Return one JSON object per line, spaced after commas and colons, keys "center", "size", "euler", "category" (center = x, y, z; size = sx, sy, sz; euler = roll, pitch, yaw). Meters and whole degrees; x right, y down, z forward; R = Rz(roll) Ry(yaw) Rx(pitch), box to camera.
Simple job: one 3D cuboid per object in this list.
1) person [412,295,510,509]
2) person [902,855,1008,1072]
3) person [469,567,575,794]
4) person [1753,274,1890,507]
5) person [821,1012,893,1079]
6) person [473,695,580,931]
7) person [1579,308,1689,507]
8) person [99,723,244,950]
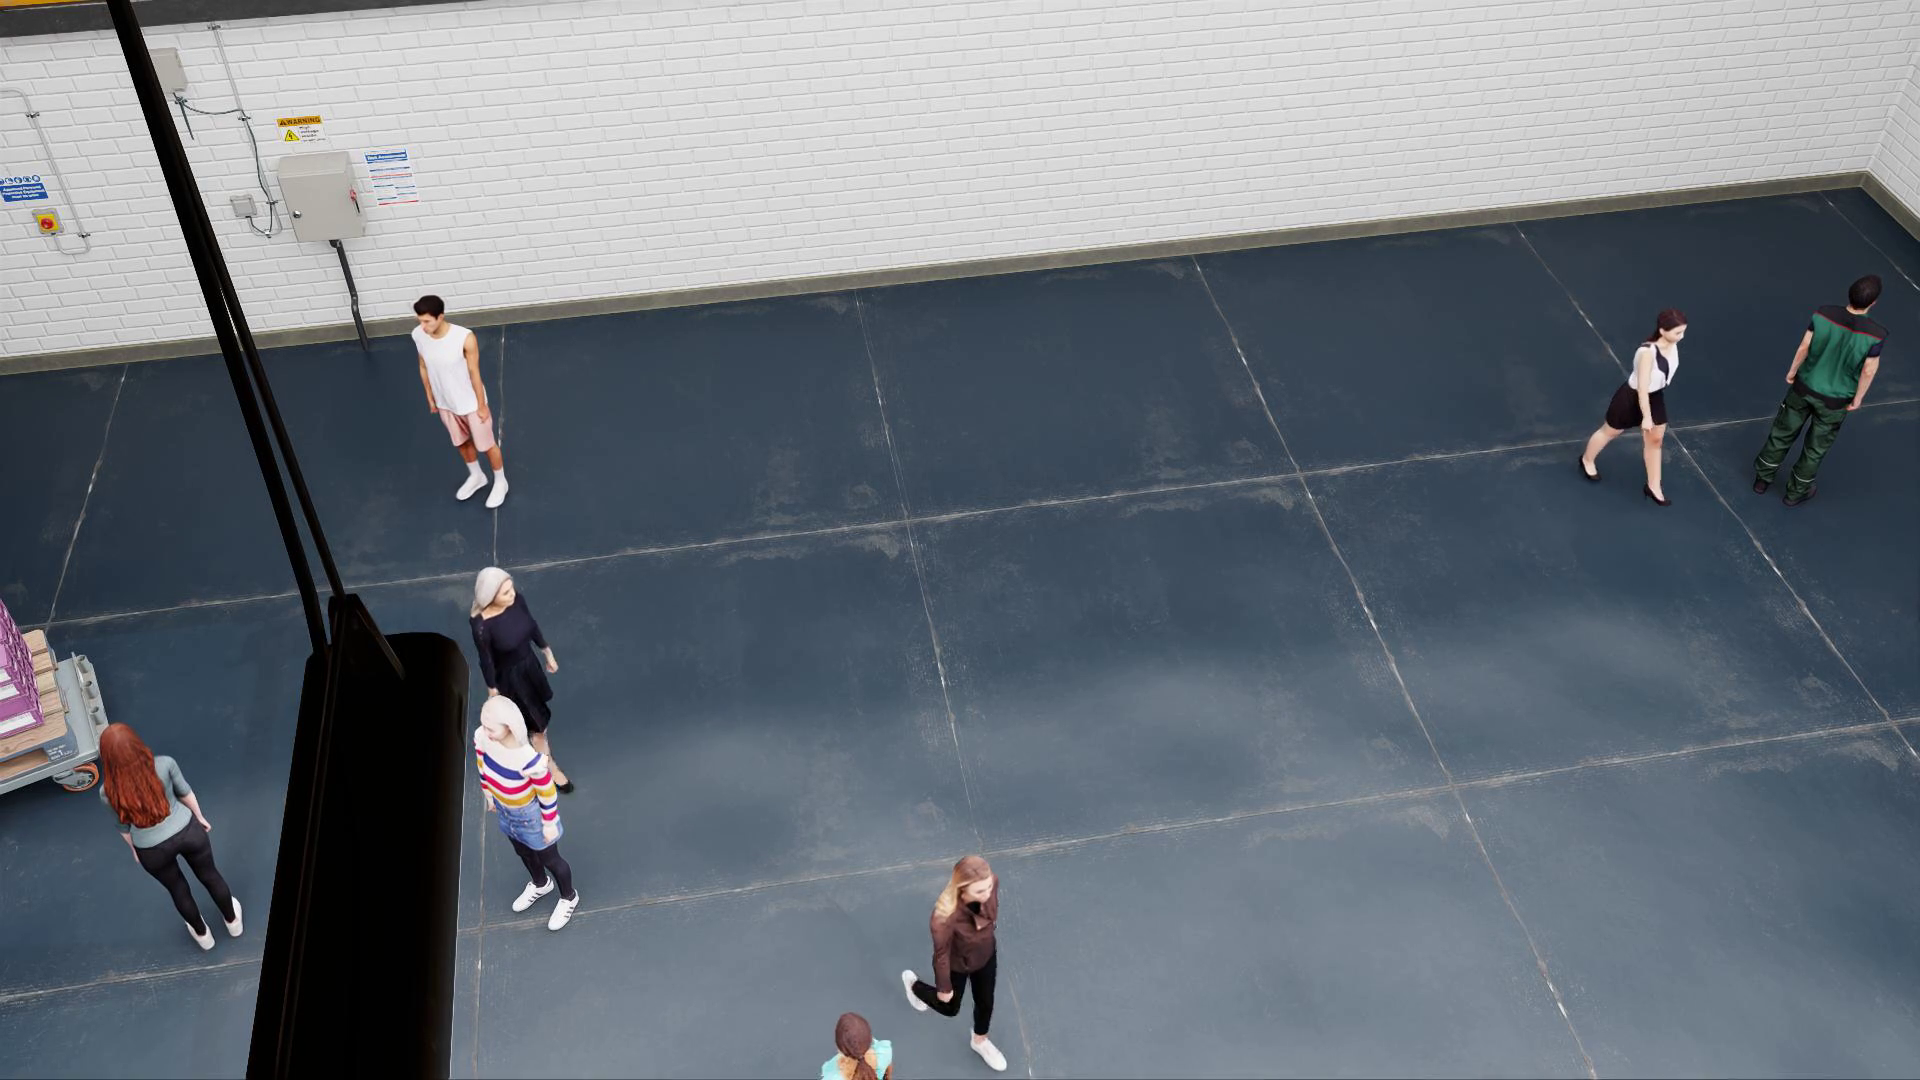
{"center": [-3.526, -1.016, 11.787], "size": [0.737, 1.779, 0.740], "euler": [12, 45, 12], "category": "person"}
{"center": [-0.025, 2.109, 8.574], "size": [0.902, 1.686, 1.039], "euler": [-33, 53, -30], "category": "person"}
{"center": [-2.709, 0.797, 9.912], "size": [0.834, 1.739, 0.775], "euler": [15, 46, 15], "category": "person"}
{"center": [6.098, -1.064, 11.749], "size": [0.732, 1.901, 0.825], "euler": [32, 52, 29], "category": "person"}
{"center": [-0.442, 2.800, 7.970], "size": [0.809, 1.518, 1.132], "euler": [-21, 48, -21], "category": "person"}
{"center": [-2.385, 1.485, 9.140], "size": [0.710, 1.809, 0.744], "euler": [22, 48, 21], "category": "person"}
{"center": [4.763, -1.013, 11.899], "size": [0.858, 1.619, 1.045], "euler": [-30, 51, -28], "category": "person"}
{"center": [-4.298, 1.629, 9.038], "size": [0.643, 1.741, 0.663], "euler": [-28, 50, -26], "category": "person"}
